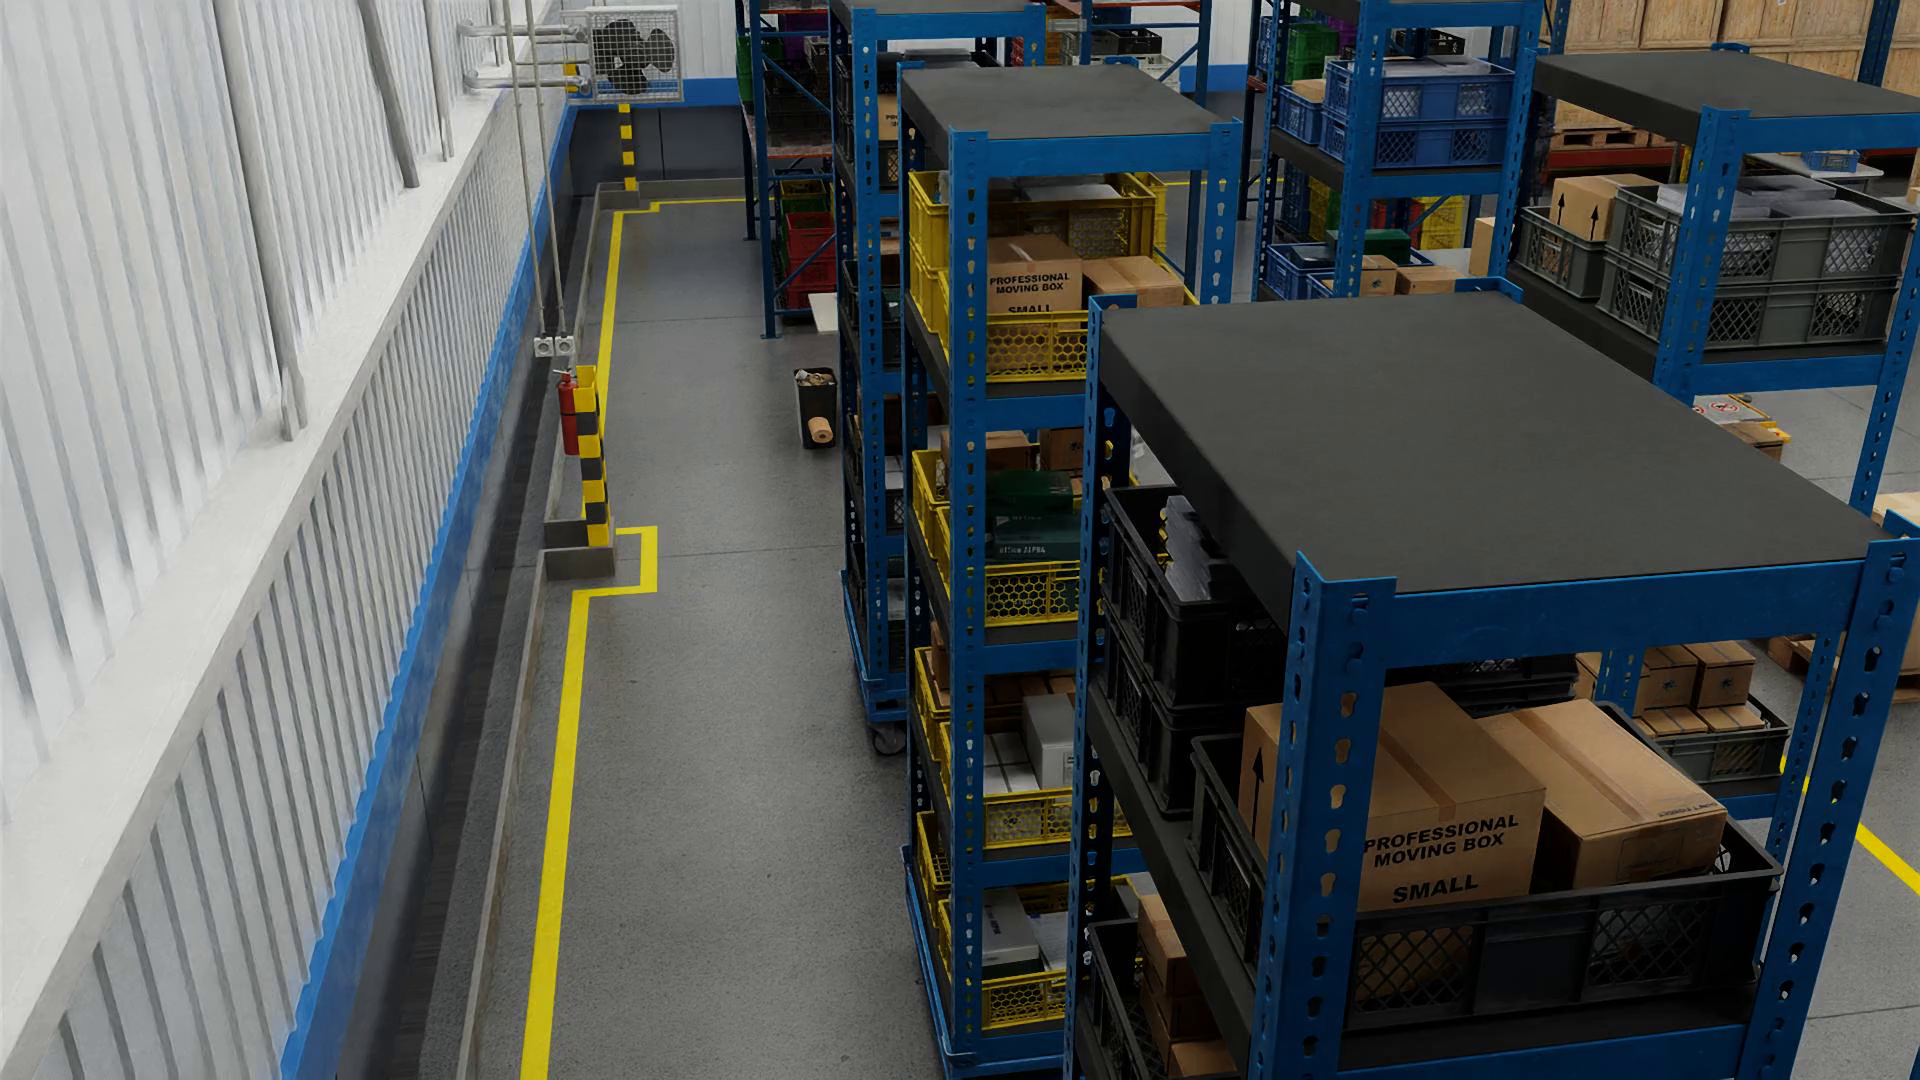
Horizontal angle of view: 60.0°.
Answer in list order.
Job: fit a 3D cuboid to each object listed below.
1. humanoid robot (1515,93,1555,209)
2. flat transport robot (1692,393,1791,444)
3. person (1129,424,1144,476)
[{"bbox_3d":[6.286,-4.392,18.145,0.315,1.656,0.609,0,25,0],"label":"humanoid robot"},{"bbox_3d":[5.224,-0.859,12.132,1.431,0.197,0.652,-4,25,-8],"label":"flat transport robot"},{"bbox_3d":[0.914,-0.516,9.493,0.351,1.881,0.573,0,25,0],"label":"person"}]
